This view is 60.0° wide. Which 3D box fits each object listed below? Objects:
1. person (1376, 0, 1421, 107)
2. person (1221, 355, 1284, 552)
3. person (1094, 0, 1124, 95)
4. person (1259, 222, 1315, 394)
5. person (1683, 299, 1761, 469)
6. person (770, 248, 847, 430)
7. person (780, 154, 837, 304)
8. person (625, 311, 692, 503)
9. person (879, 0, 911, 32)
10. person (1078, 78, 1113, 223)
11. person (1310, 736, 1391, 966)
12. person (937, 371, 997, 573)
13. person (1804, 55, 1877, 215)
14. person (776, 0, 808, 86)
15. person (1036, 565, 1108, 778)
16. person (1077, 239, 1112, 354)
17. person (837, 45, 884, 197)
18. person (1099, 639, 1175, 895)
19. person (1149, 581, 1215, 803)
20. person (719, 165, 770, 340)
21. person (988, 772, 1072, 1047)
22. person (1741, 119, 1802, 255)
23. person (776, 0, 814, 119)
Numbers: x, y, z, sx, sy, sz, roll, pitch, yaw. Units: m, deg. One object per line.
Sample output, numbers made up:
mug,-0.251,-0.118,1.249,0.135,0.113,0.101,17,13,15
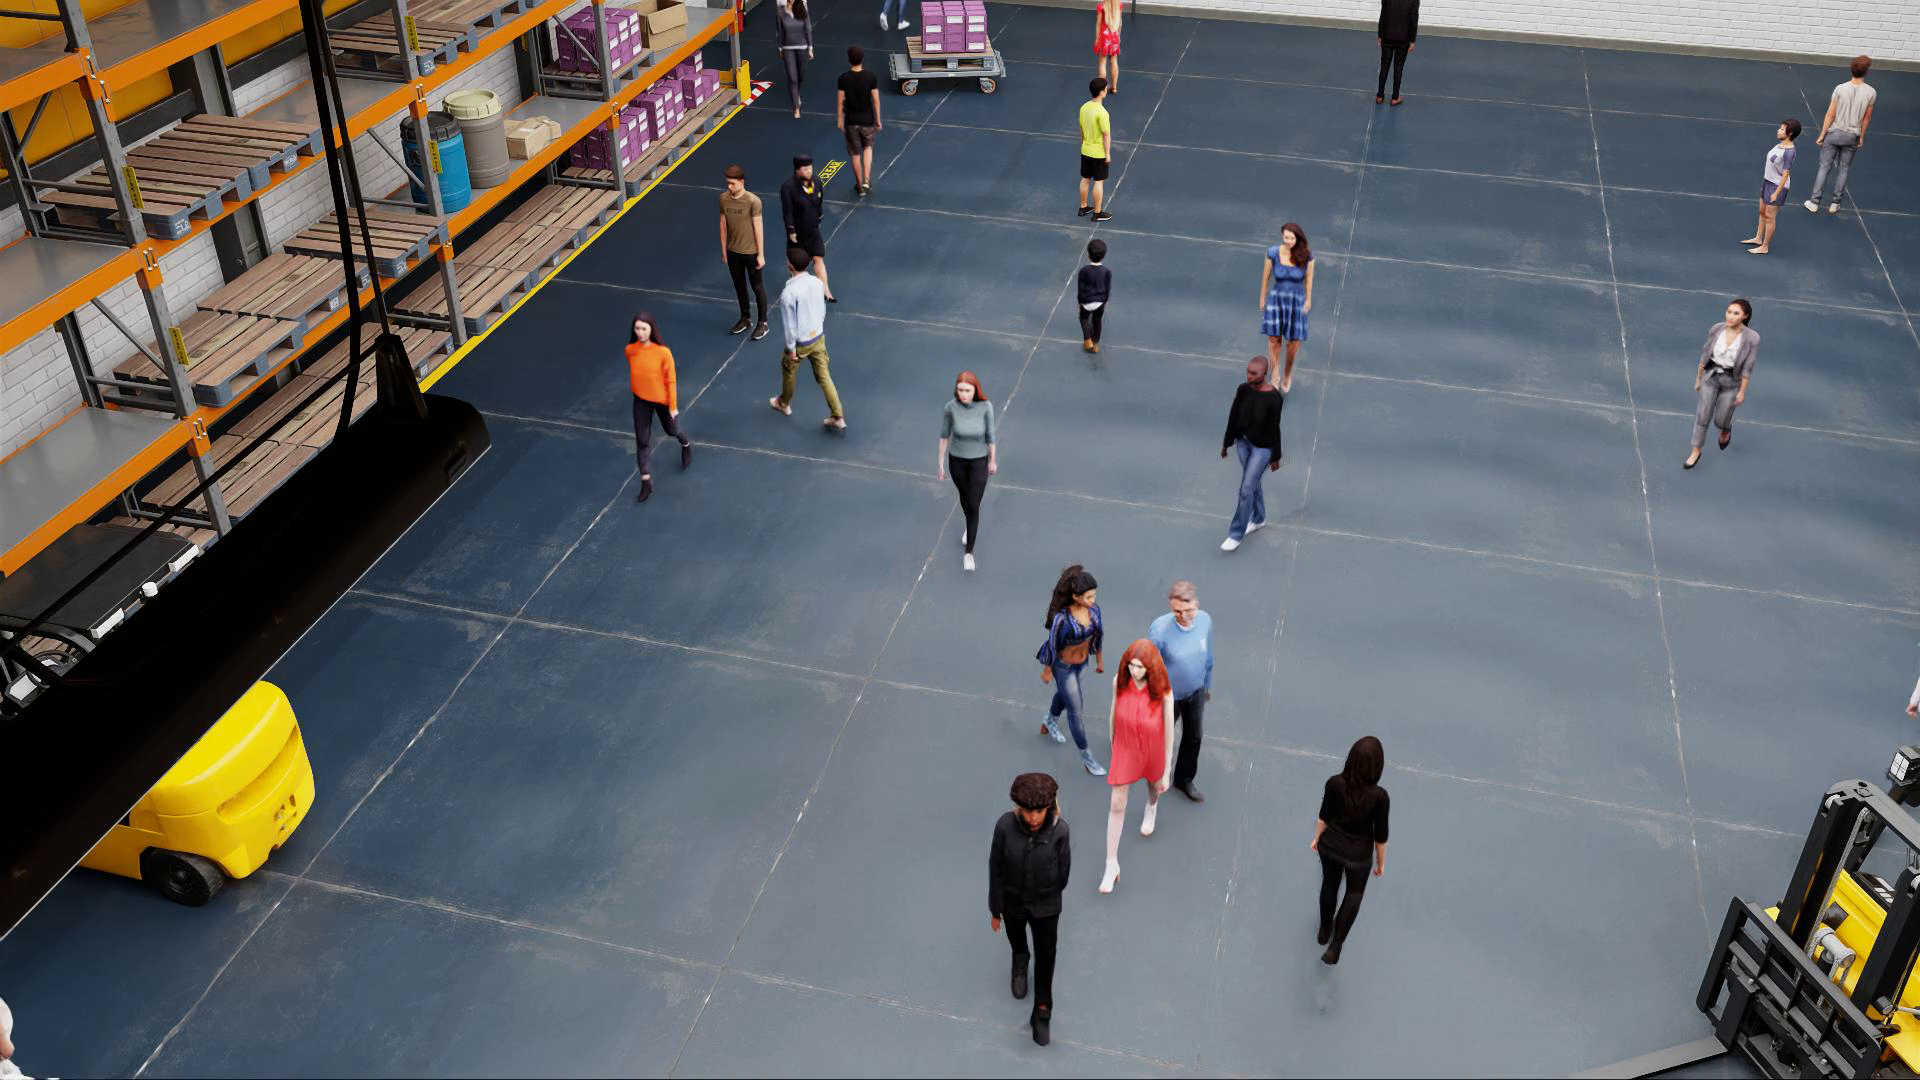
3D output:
person,6.098,-7.043,23.262,0.736,1.884,0.621,15,37,22
person,2.535,-0.799,14.010,1.015,1.726,0.891,-28,42,-35
person,2.104,-7.146,23.681,0.662,1.592,0.702,-13,36,-18
person,3.169,-2.256,16.145,0.685,1.791,0.707,11,35,16
person,6.902,-1.413,14.993,0.927,1.661,0.830,-29,43,-36
person,-1.380,-1.825,15.520,1.127,1.765,1.235,28,43,35
person,-1.735,-3.369,17.966,1.108,1.629,1.162,-19,38,-26
person,-2.650,-1.256,14.711,0.641,1.713,1.102,9,35,13
person,-1.048,-8.894,26.079,0.851,1.848,1.035,18,38,25
person,1.608,-4.663,19.839,0.727,1.709,0.702,-24,41,-32
person,2.303,1.919,10.013,0.710,1.626,0.843,14,36,19
person,0.082,-0.665,13.825,0.691,1.709,1.050,5,34,7
person,10.593,-4.852,19.957,0.663,1.894,0.566,10,35,15
person,-2.399,-7.341,23.929,0.828,1.642,1.183,2,34,3
person,0.733,0.852,11.654,1.007,1.586,0.991,-28,42,-35
person,1.372,-2.459,16.969,0.585,1.217,0.611,-6,34,-9
person,-1.229,-5.098,20.362,0.808,1.855,0.804,-6,34,-9
person,1.198,1.349,10.733,0.680,1.777,1.130,12,35,17
person,1.426,0.961,11.303,1.021,1.793,1.090,-19,38,-26
person,-2.223,-3.004,17.218,0.698,1.849,0.620,13,36,19
person,0.391,2.007,9.767,0.738,1.750,0.986,3,34,4
person,9.354,-4.077,19.088,0.656,1.566,0.497,4,34,5
person,-2.288,-6.800,23.038,0.967,1.728,1.198,-7,34,-11
